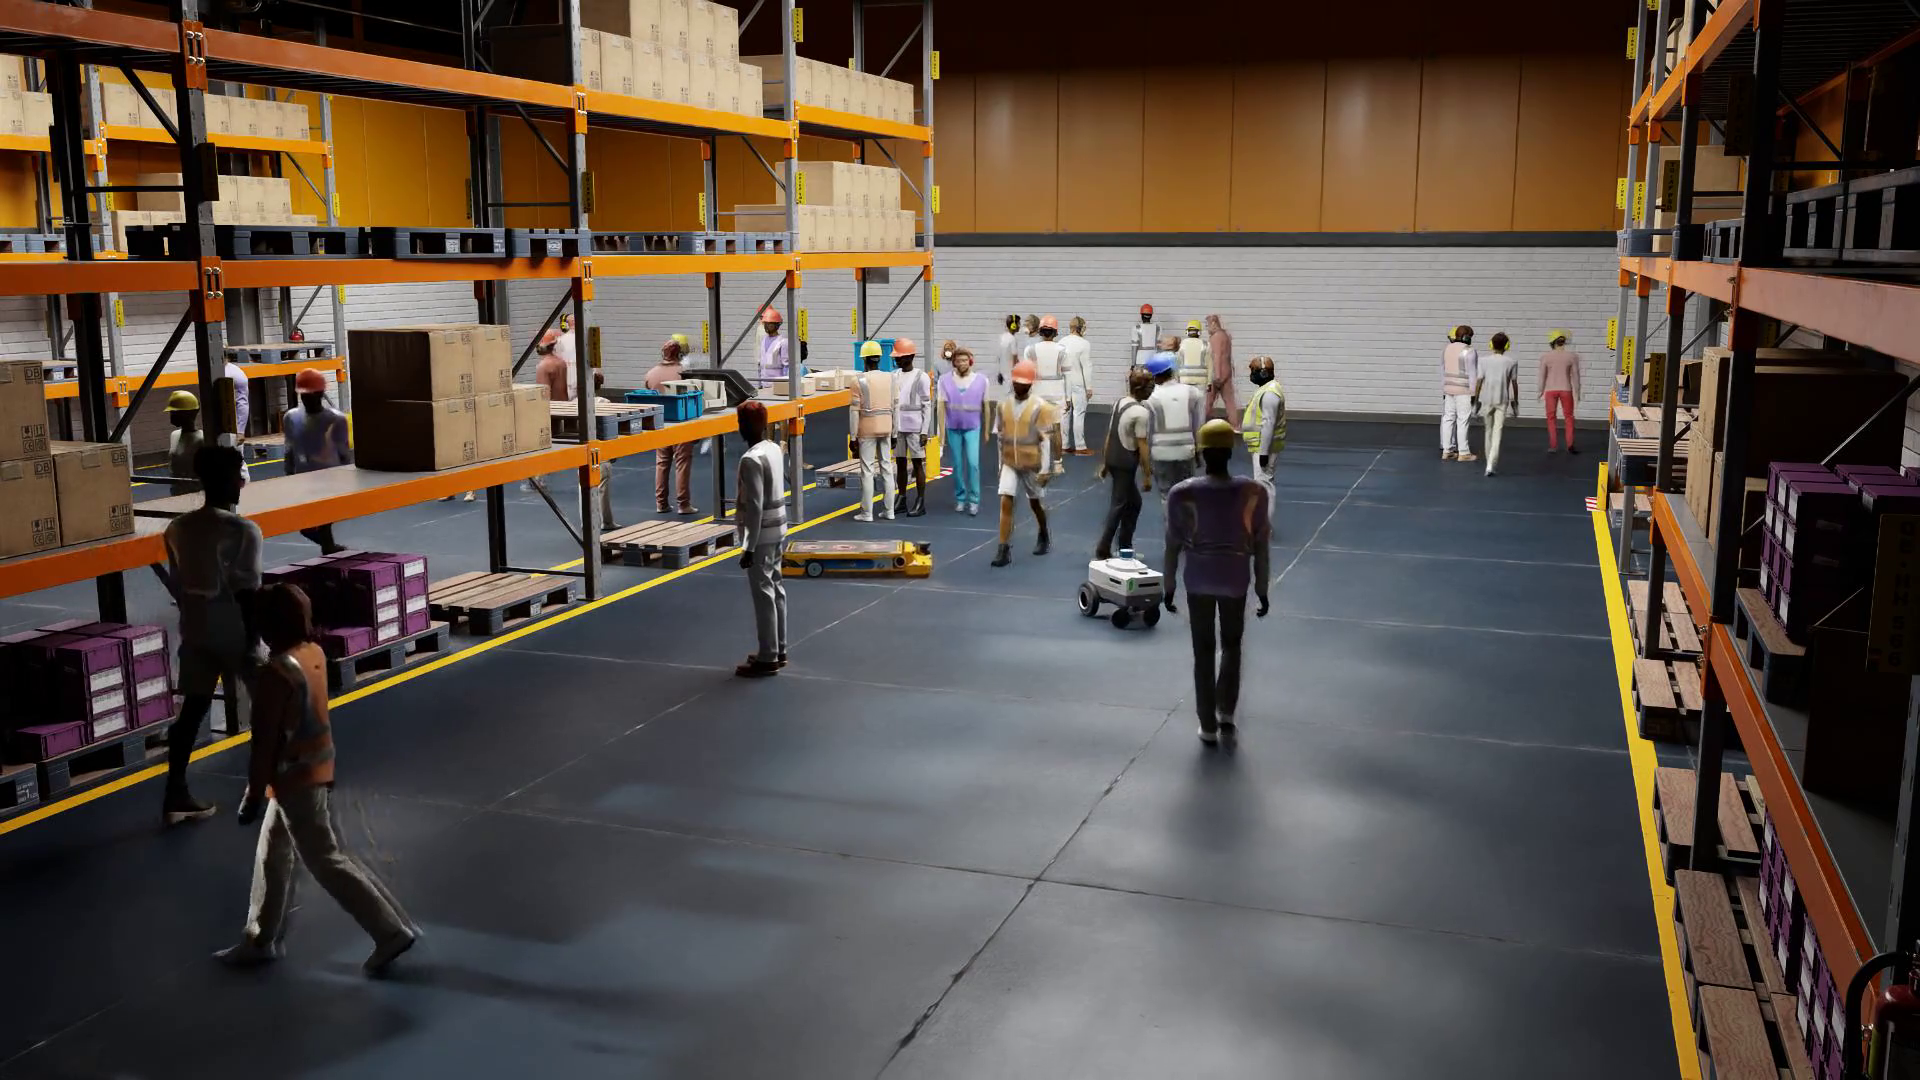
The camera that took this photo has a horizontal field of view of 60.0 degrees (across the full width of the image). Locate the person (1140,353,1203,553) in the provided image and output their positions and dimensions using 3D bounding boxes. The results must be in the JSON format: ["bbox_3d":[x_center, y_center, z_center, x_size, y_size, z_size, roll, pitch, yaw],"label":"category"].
[{"bbox_3d":[1.997,-0.821,15.805,0.645,1.911,0.420,-3,10,-16],"label":"person"}]

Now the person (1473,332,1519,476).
[{"bbox_3d":[6.841,-1.736,21.224,0.539,1.828,0.978,5,11,26],"label":"person"}]

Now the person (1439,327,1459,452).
[{"bbox_3d":[7.013,-2.128,23.569,0.309,1.772,0.525,-1,10,-8],"label":"person"}]

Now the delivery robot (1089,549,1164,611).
[{"bbox_3d":[1.295,0.315,12.964,0.477,0.478,0.707,-5,11,-24],"label":"delivery robot"}]

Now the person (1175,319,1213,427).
[{"bbox_3d":[3.480,-2.373,24.800,0.588,1.823,0.403,3,10,14],"label":"person"}]

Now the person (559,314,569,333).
[{"bbox_3d":[-6.023,-2.551,25.680,0.311,1.865,0.533,3,11,17],"label":"person"}]

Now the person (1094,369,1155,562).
[{"bbox_3d":[1.507,-0.640,15.060,0.694,1.806,0.534,-3,11,-17],"label":"person"}]

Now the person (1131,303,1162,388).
[{"bbox_3d":[3.140,-3.023,28.135,0.547,1.938,0.378,-2,10,-12],"label":"person"}]

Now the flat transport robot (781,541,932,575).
[{"bbox_3d":[-0.976,0.153,14.942,1.431,0.197,0.652,0,10,-2],"label":"flat transport robot"}]

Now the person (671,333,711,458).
[{"bbox_3d":[-3.752,-1.970,22.813,0.496,1.732,0.488,-6,12,-30],"label":"person"}]

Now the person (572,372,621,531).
[{"bbox_3d":[-3.749,-0.909,17.068,0.511,1.640,0.308,4,11,22],"label":"person"}]

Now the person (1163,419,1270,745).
[{"bbox_3d":[1.504,0.238,9.832,0.620,1.907,0.534,0,10,2],"label":"person"}]

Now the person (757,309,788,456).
[{"bbox_3d":[-2.593,-2.170,23.019,0.608,2.048,0.364,9,13,41],"label":"person"}]

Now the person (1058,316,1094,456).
[{"bbox_3d":[1.597,-2.132,23.126,0.372,1.935,0.627,-9,13,-41],"label":"person"}]

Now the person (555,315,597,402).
[{"bbox_3d":[-5.705,-2.386,24.676,0.646,1.897,0.398,-6,12,-31],"label":"person"}]

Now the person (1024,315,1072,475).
[{"bbox_3d":[1.111,-1.836,21.150,0.615,2.041,0.376,1,10,3],"label":"person"}]

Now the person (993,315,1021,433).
[{"bbox_3d":[0.875,-2.576,25.873,0.833,1.834,0.564,-3,11,-17],"label":"person"}]

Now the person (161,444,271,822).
[{"bbox_3d":[-3.803,0.456,8.609,0.618,1.913,1.035,4,11,19],"label":"person"}]

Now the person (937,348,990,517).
[{"bbox_3d":[0.029,-1.166,18.015,0.564,1.814,0.774,1,10,7],"label":"person"}]

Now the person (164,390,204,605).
[{"bbox_3d":[-6.189,-0.323,13.408,0.523,1.769,0.324,6,12,32],"label":"person"}]

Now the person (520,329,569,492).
[{"bbox_3d":[-4.736,-1.522,19.626,0.984,1.961,0.600,4,11,21],"label":"person"}]

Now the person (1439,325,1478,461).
[{"bbox_3d":[6.815,-1.997,22.645,0.430,1.838,0.619,-5,11,-28],"label":"person"}]

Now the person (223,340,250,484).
[{"bbox_3d":[-7.880,-1.191,17.818,0.629,1.940,0.373,5,11,25],"label":"person"}]

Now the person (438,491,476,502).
[{"bbox_3d":[-5.741,-1.271,18.960,0.531,1.692,0.320,2,10,11],"label":"person"}]

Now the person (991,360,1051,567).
[{"bbox_3d":[0.601,-0.732,15.399,0.541,1.889,0.981,5,11,26],"label":"person"}]

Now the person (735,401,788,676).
[{"bbox_3d":[-1.361,-0.010,11.327,0.356,1.881,0.575,2,10,12],"label":"person"}]

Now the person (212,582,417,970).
[{"bbox_3d":[-2.611,0.957,6.662,0.821,1.608,0.519,-1,10,-7],"label":"person"}]

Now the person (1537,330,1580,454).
[{"bbox_3d":[8.397,-2.066,23.311,0.586,1.740,0.454,2,10,11],"label":"person"}]

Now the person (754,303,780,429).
[{"bbox_3d":[-3.091,-2.770,26.538,0.370,1.996,0.622,-2,10,-11],"label":"person"}]

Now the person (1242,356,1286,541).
[{"bbox_3d":[3.013,-0.910,16.545,0.429,1.833,0.630,1,10,6],"label":"person"}]

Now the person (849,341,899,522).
[{"bbox_3d":[-0.920,-1.147,17.633,0.588,1.918,0.396,-7,12,-33],"label":"person"}]

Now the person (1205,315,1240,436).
[{"bbox_3d":[3.892,-2.528,25.582,0.971,1.845,0.653,6,12,30],"label":"person"}]

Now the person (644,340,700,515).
[{"bbox_3d":[-3.106,-1.226,18.141,0.648,1.903,0.396,5,11,25],"label":"person"}]

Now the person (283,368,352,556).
[{"bbox_3d":[-5.368,-0.505,14.001,0.555,1.916,0.698,1,10,4],"label":"person"}]

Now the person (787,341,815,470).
[{"bbox_3d":[-2.105,-1.764,21.718,0.322,1.697,0.533,-4,11,-21],"label":"person"}]

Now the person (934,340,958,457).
[{"bbox_3d":[-0.145,-1.932,22.844,0.507,1.631,0.266,0,10,1],"label":"person"}]

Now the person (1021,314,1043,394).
[{"bbox_3d":[1.034,-2.258,23.822,0.372,1.940,0.632,-4,11,-23],"label":"person"}]

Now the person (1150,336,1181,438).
[{"bbox_3d":[2.987,-2.175,24.353,0.626,1.620,0.535,0,10,-1],"label":"person"}]

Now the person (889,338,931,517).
[{"bbox_3d":[-0.575,-1.202,17.934,0.549,1.917,0.374,8,13,37],"label":"person"}]
